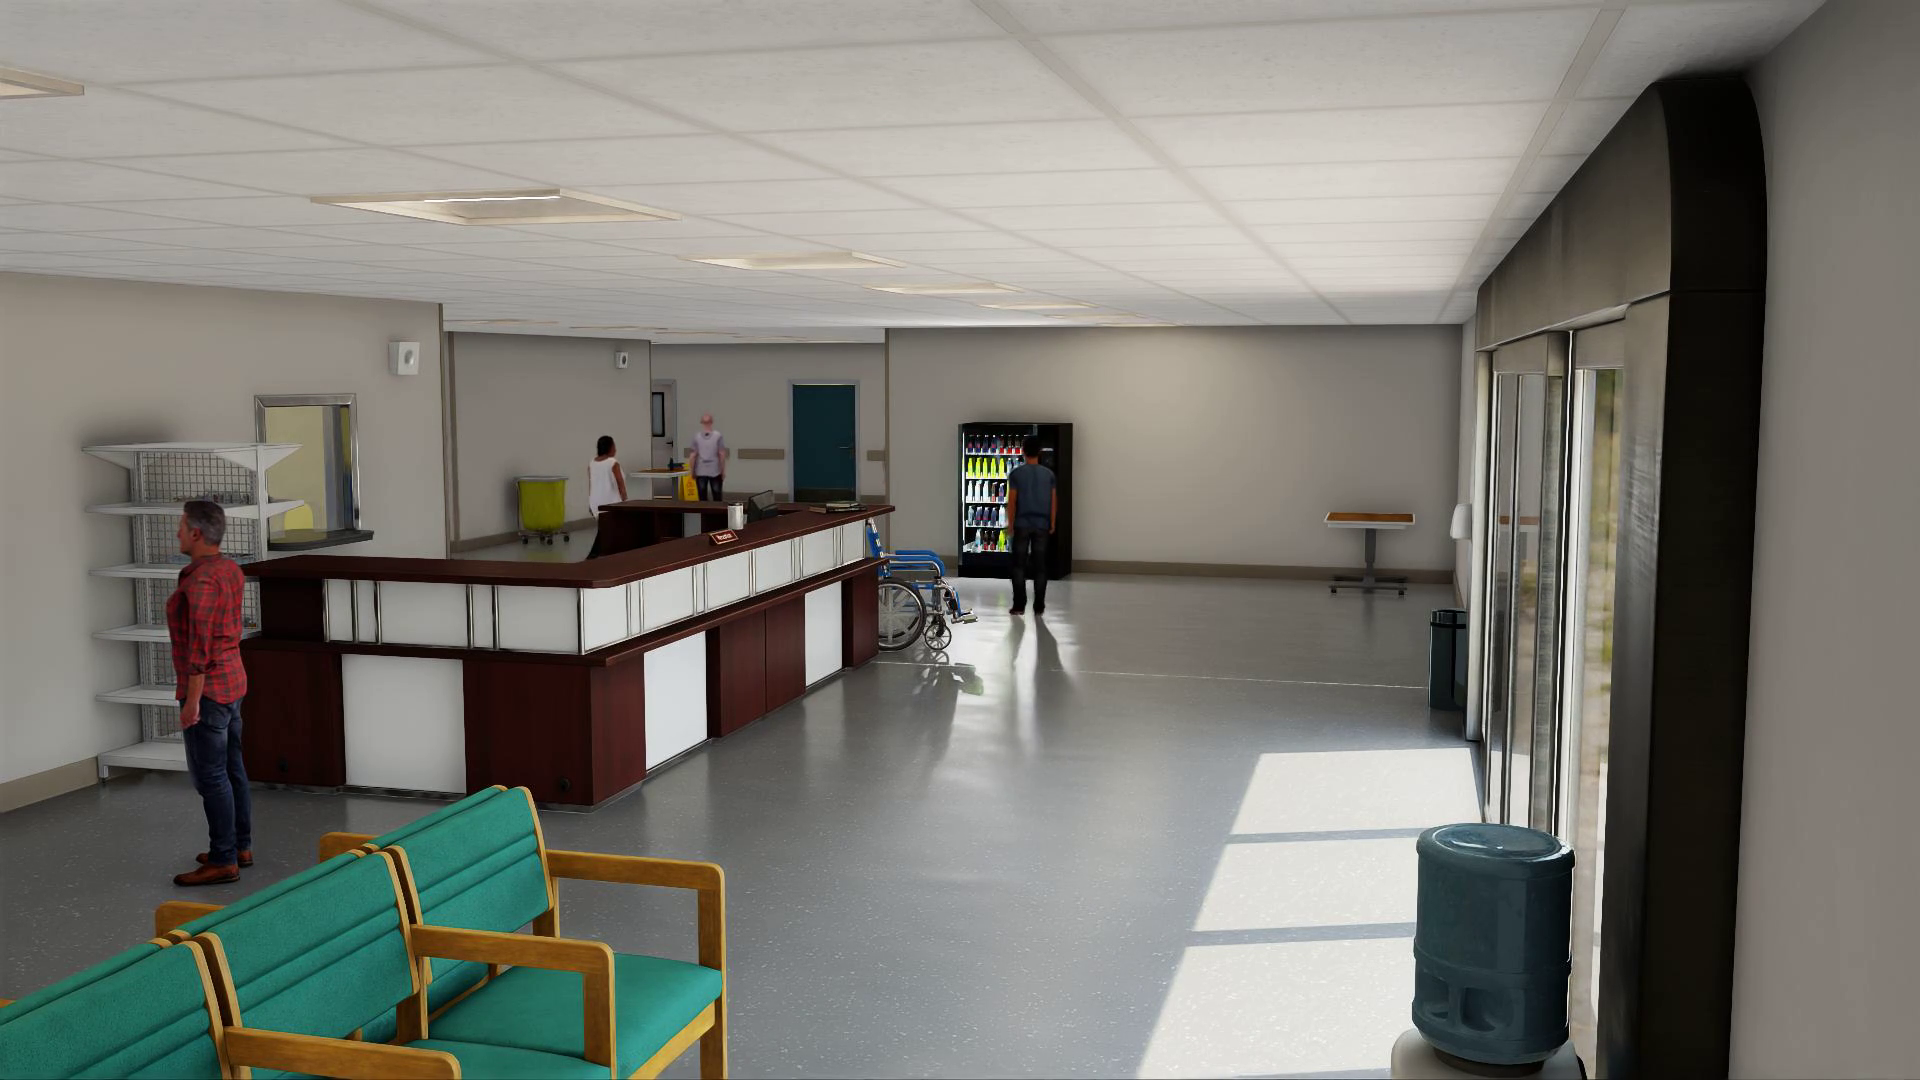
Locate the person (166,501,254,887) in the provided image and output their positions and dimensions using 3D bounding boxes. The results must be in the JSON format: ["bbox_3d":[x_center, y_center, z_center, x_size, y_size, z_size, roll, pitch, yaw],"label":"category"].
[{"bbox_3d":[-3.609,0.717,8.036,0.699,1.831,0.754,-1,6,-7],"label":"person"}]

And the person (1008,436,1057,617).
[{"bbox_3d":[0.725,-0.139,16.652,0.670,1.810,0.805,-1,6,-7],"label":"person"}]

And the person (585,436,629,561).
[{"bbox_3d":[-4.289,-0.400,20.034,1.140,1.652,1.046,5,8,42],"label":"person"}]

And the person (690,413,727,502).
[{"bbox_3d":[-3.811,-0.995,25.133,0.930,1.815,0.932,-1,6,-7],"label":"person"}]
